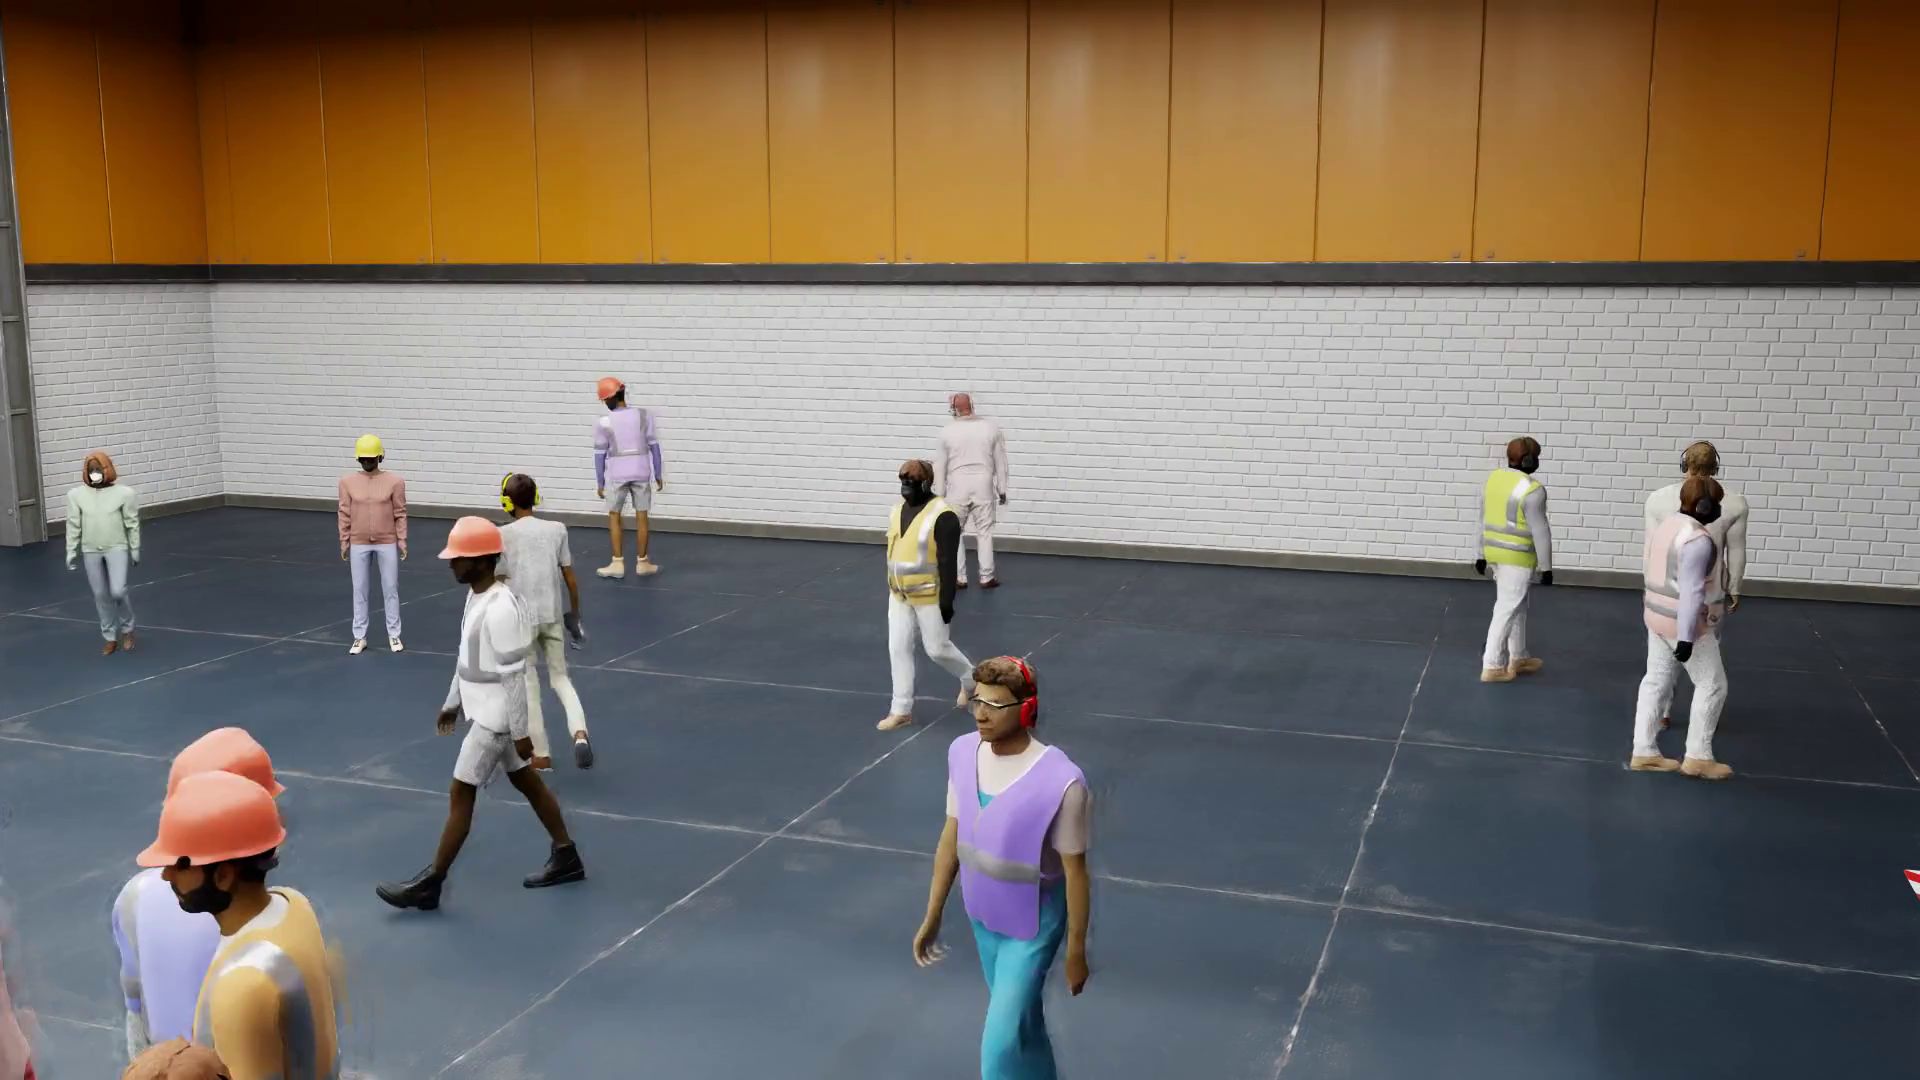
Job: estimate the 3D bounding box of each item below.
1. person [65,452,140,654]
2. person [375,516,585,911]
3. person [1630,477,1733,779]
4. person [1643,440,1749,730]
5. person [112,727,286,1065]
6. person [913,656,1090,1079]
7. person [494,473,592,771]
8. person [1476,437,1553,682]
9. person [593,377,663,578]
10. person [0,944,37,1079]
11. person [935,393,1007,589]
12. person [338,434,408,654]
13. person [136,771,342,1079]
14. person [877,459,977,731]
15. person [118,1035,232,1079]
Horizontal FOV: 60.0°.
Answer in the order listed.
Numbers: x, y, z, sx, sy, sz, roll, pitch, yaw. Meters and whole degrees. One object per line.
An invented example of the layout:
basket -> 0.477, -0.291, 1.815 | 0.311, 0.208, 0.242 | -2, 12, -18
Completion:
person -> -6.790, 0.113, 13.182 | 0.505, 1.621, 0.375 | -2, 9, -10
person -> -2.295, 0.819, 7.992 | 1.006, 1.886, 0.552 | -3, 10, -20
person -> 4.409, 0.527, 9.989 | 0.695, 1.813, 0.651 | 0, 9, 1
person -> 4.821, 0.310, 10.965 | 0.630, 1.940, 0.372 | 3, 10, 19
person -> -1.841, 1.426, 4.106 | 0.551, 1.921, 0.593 | 4, 10, 21
person -> 0.100, 1.270, 5.344 | 0.828, 1.818, 0.563 | -7, 12, -38
person -> -2.506, 0.520, 9.976 | 0.544, 1.842, 0.629 | -6, 11, -35
person -> 4.206, 0.143, 12.353 | 0.767, 1.816, 0.660 | -3, 10, -17
person -> -3.314, -0.618, 16.580 | 0.706, 1.997, 0.444 | -3, 10, -19
person -> -2.671, 1.462, 4.523 | 0.950, 1.714, 0.528 | -4, 10, -21
person -> 0.097, -0.466, 15.983 | 0.701, 1.882, 0.415 | -1, 9, -8
person -> -4.666, 0.034, 13.239 | 0.524, 1.760, 0.328 | -2, 9, -14
person -> -1.620, 1.461, 3.855 | 0.418, 1.925, 0.572 | -2, 9, -14
person -> -0.197, 0.347, 11.154 | 0.803, 1.819, 0.621 | -9, 13, -44
person -> -1.428, 1.721, 3.140 | 0.500, 1.636, 0.282 | 3, 10, 19
